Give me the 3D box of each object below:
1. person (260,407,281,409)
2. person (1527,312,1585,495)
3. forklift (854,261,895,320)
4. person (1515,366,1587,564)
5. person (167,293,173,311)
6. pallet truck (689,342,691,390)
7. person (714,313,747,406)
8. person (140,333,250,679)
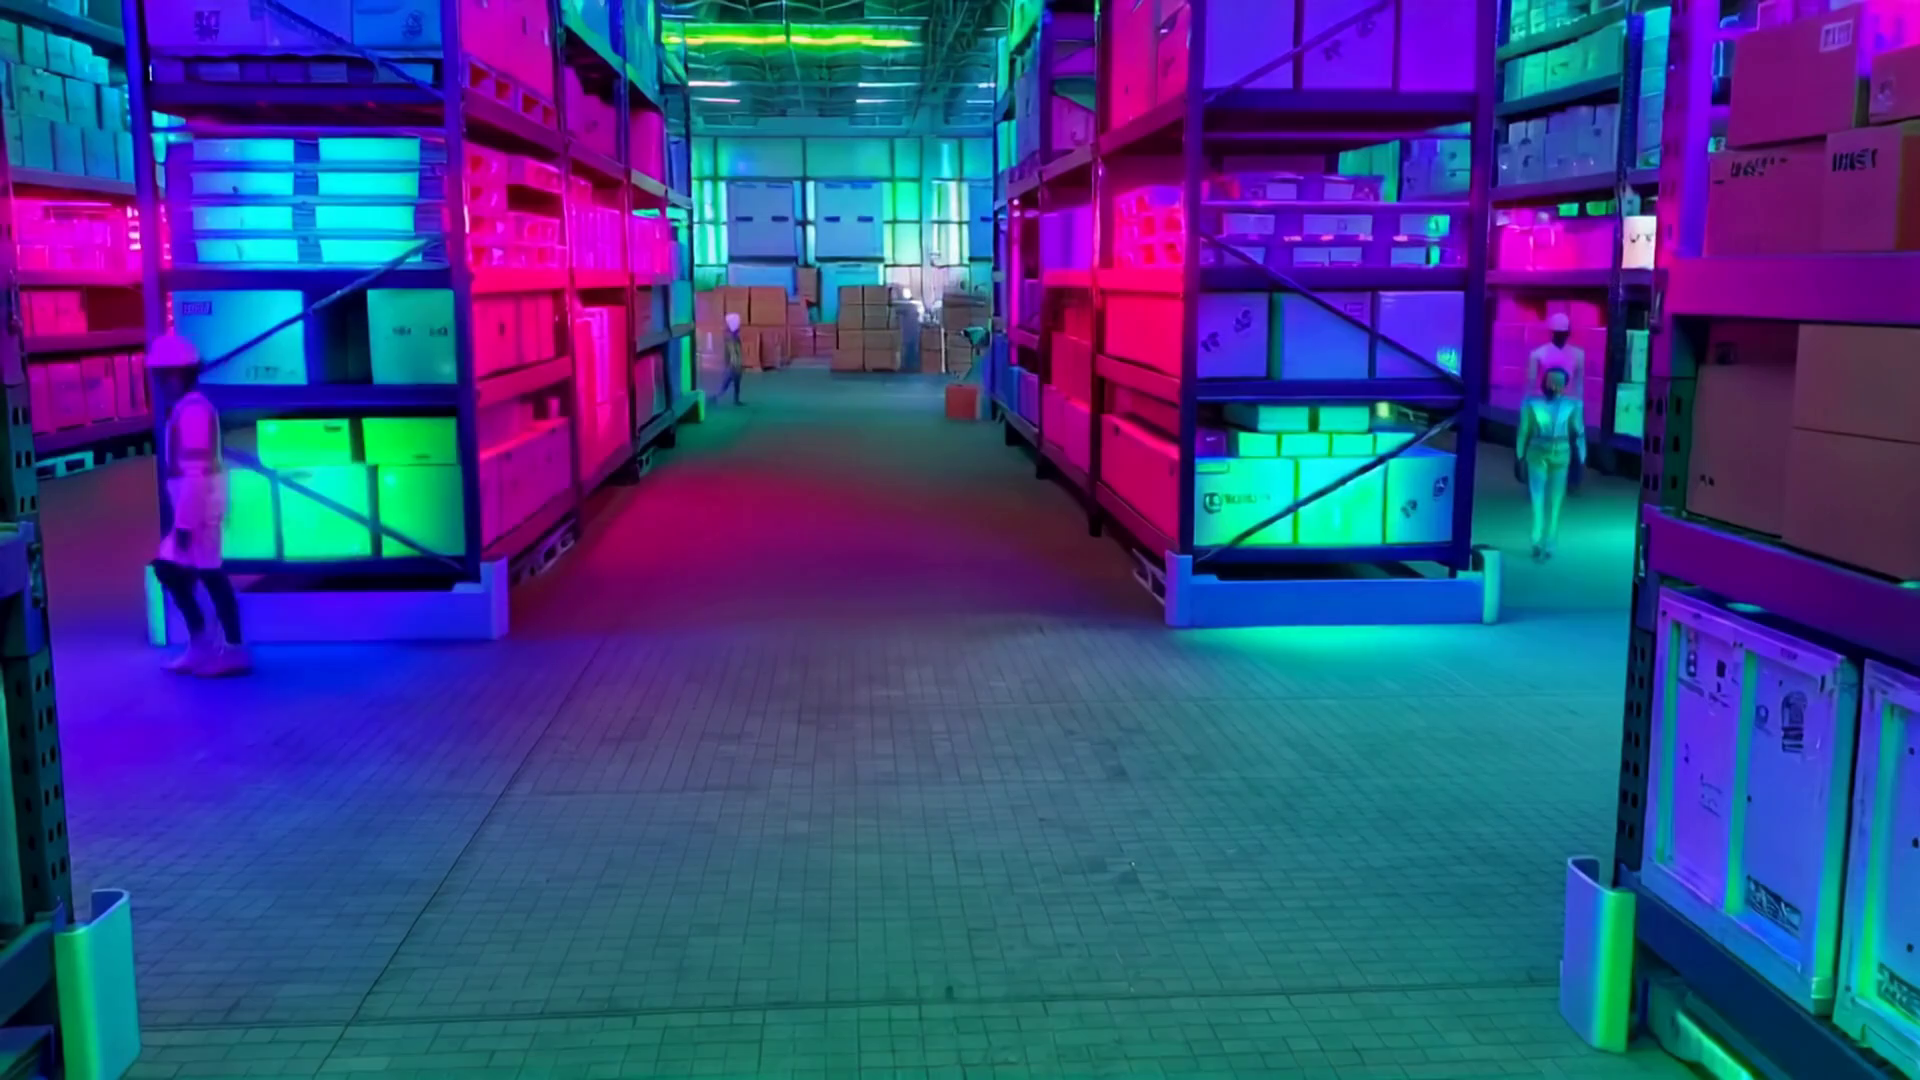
[{"bbox_3d":[-7.892,-1.693,19.562,0.641,1.882,1.021,1,9,7],"label":"person"},{"bbox_3d":[6.282,-1.424,17.606,0.619,1.976,0.643,0,9,-2],"label":"person"},{"bbox_3d":[-3.231,-8.251,57.638,1.129,2.768,1.873,9,13,44],"label":"forklift"},{"bbox_3d":[4.829,-0.605,13.580,0.541,1.602,0.705,1,9,8],"label":"person"},{"bbox_3d":[-29.672,-8.596,62.640,0.405,1.981,0.618,-3,9,-16],"label":"person"},{"bbox_3d":[-5.225,-3.008,27.480,1.885,1.965,0.823,2,9,14],"label":"pallet truck"},{"bbox_3d":[-4.119,-3.238,29.882,0.485,1.686,0.543,2,9,13],"label":"person"},{"bbox_3d":[-4.461,-0.177,9.609,0.621,2.022,0.631,-4,10,-24],"label":"person"}]
